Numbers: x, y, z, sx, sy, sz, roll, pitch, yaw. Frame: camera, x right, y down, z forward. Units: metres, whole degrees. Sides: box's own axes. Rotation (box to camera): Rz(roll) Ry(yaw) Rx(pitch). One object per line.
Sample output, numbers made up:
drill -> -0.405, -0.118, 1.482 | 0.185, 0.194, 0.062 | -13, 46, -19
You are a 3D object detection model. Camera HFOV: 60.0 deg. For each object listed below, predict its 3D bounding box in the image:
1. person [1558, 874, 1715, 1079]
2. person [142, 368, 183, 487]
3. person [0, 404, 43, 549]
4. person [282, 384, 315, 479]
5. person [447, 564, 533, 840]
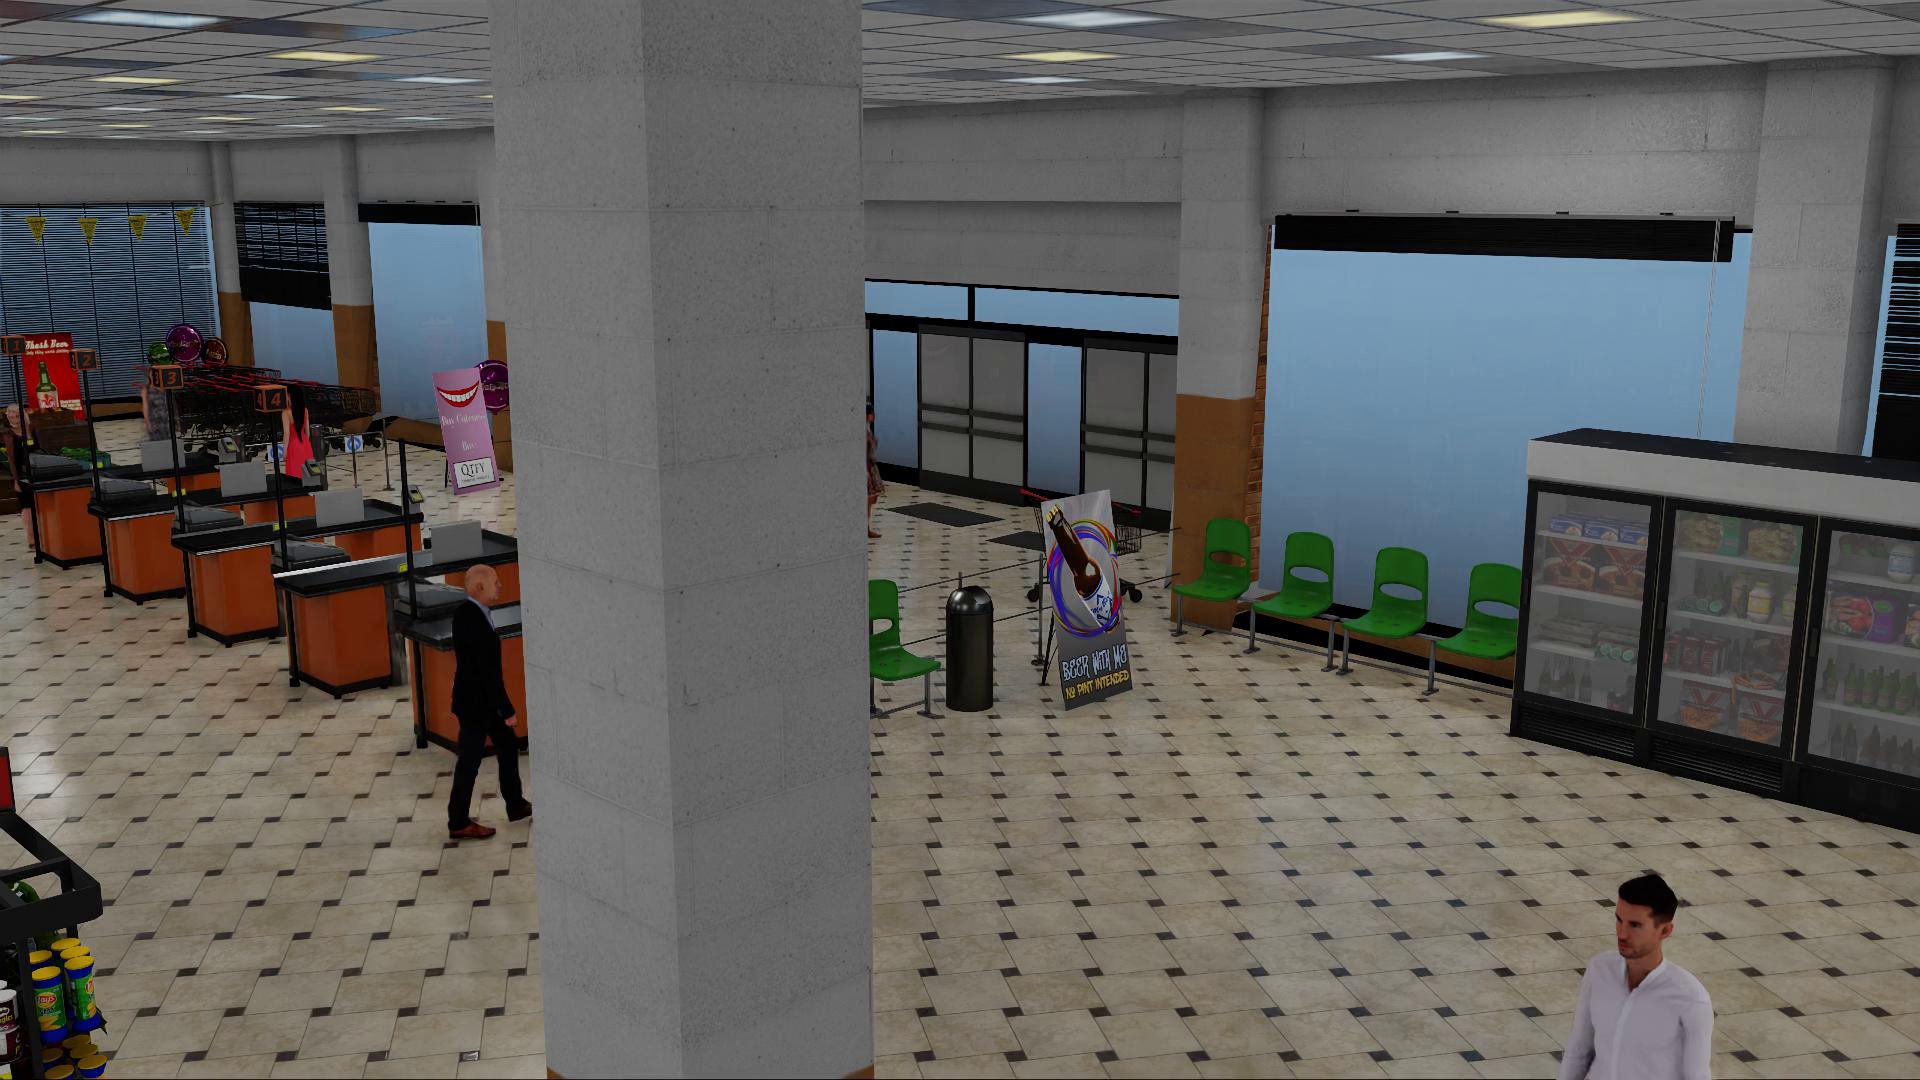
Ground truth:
person -> 2.424, 2.040, 5.802 | 1.146, 1.839, 0.856 | -6, 13, -28
person -> -11.293, -1.602, 23.503 | 0.899, 1.673, 0.810 | -7, 14, -31
person -> -10.806, -0.733, 19.296 | 0.921, 1.704, 0.721 | 1, 12, 6
person -> -8.407, -1.130, 21.126 | 0.752, 1.727, 0.629 | 5, 13, 23
person -> -3.168, 1.056, 10.631 | 1.062, 1.774, 0.954 | -3, 12, -14
